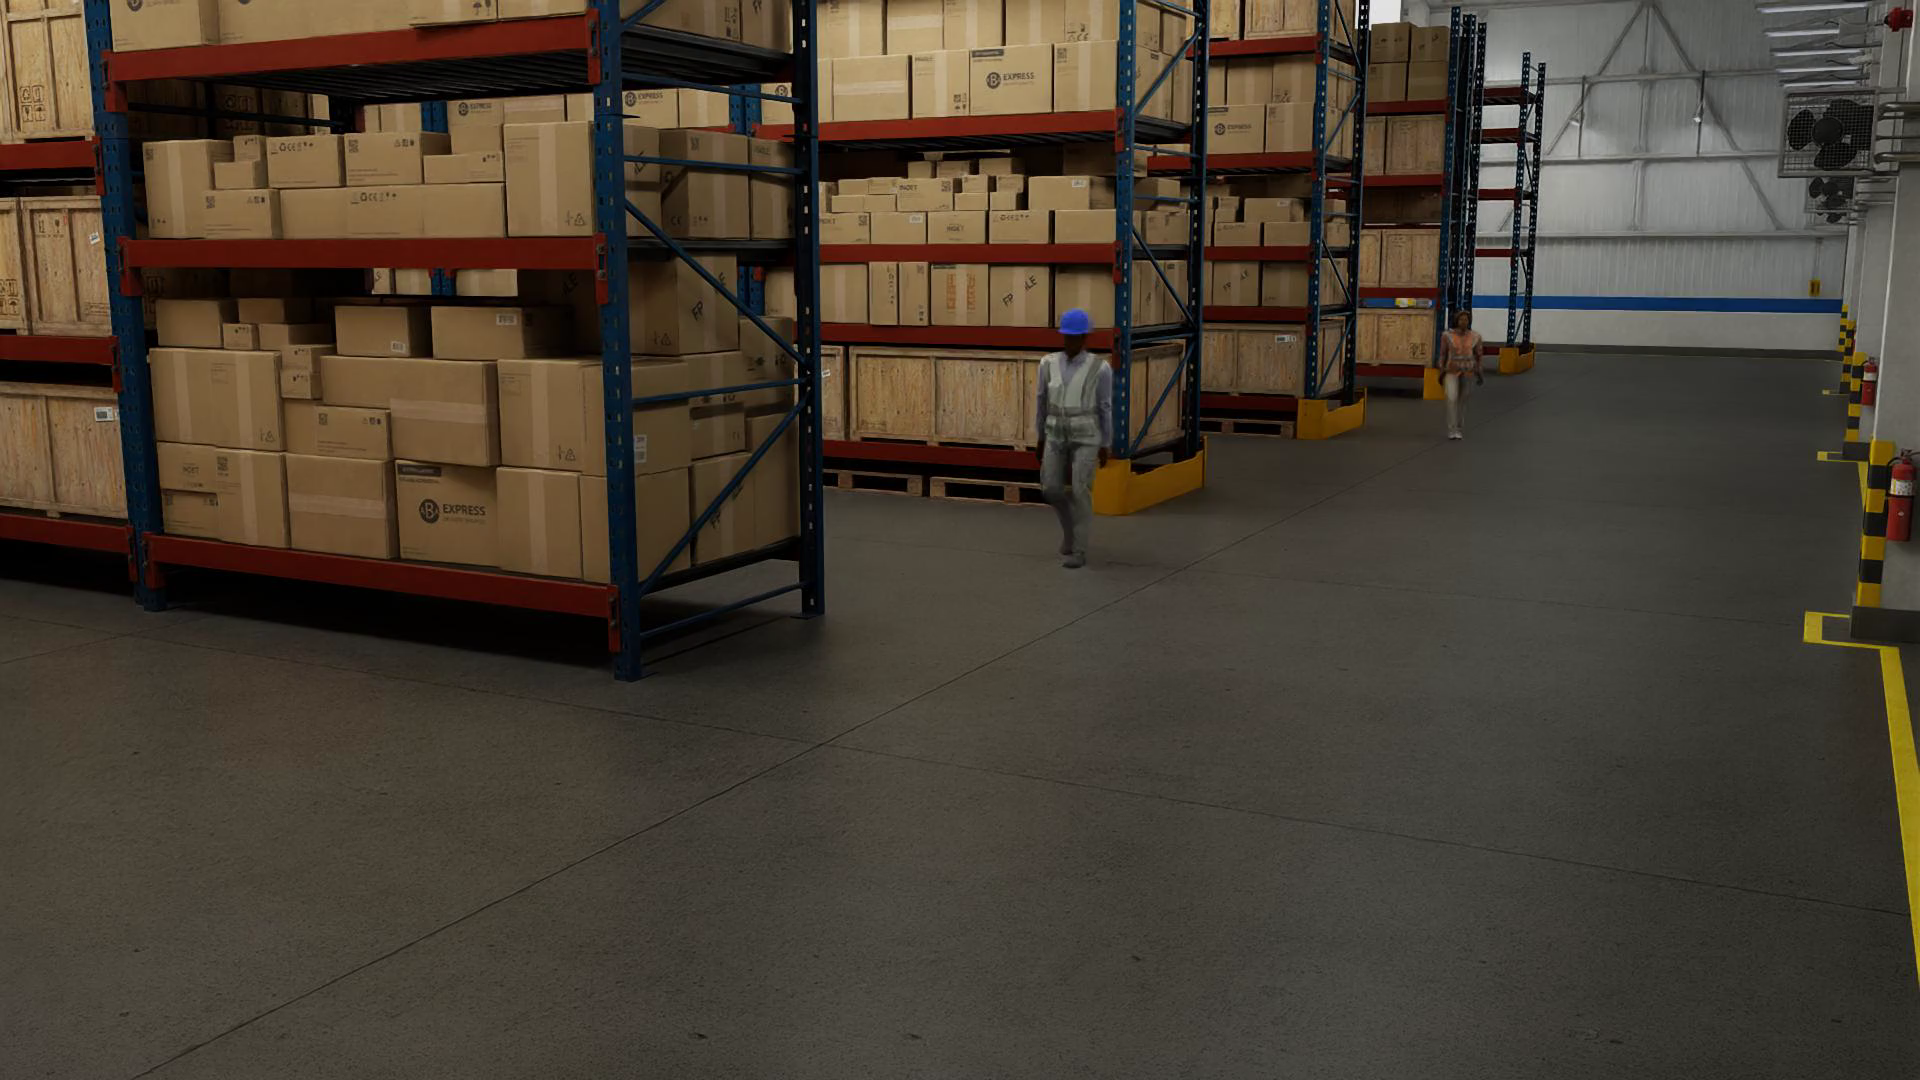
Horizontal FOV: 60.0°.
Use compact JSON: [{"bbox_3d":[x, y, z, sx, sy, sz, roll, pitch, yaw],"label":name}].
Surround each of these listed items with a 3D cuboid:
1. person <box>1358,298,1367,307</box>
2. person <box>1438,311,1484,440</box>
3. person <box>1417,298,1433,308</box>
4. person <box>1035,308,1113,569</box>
[{"bbox_3d":[7.732,-4.313,32.940,0.631,1.940,0.372,2,10,13],"label":"person"},{"bbox_3d":[6.232,-2.027,20.634,0.536,1.606,0.770,1,10,5],"label":"person"},{"bbox_3d":[10.132,-4.792,35.790,0.794,1.906,0.565,5,11,28],"label":"person"},{"bbox_3d":[0.846,-0.754,12.352,0.623,1.927,0.502,5,11,28],"label":"person"}]
